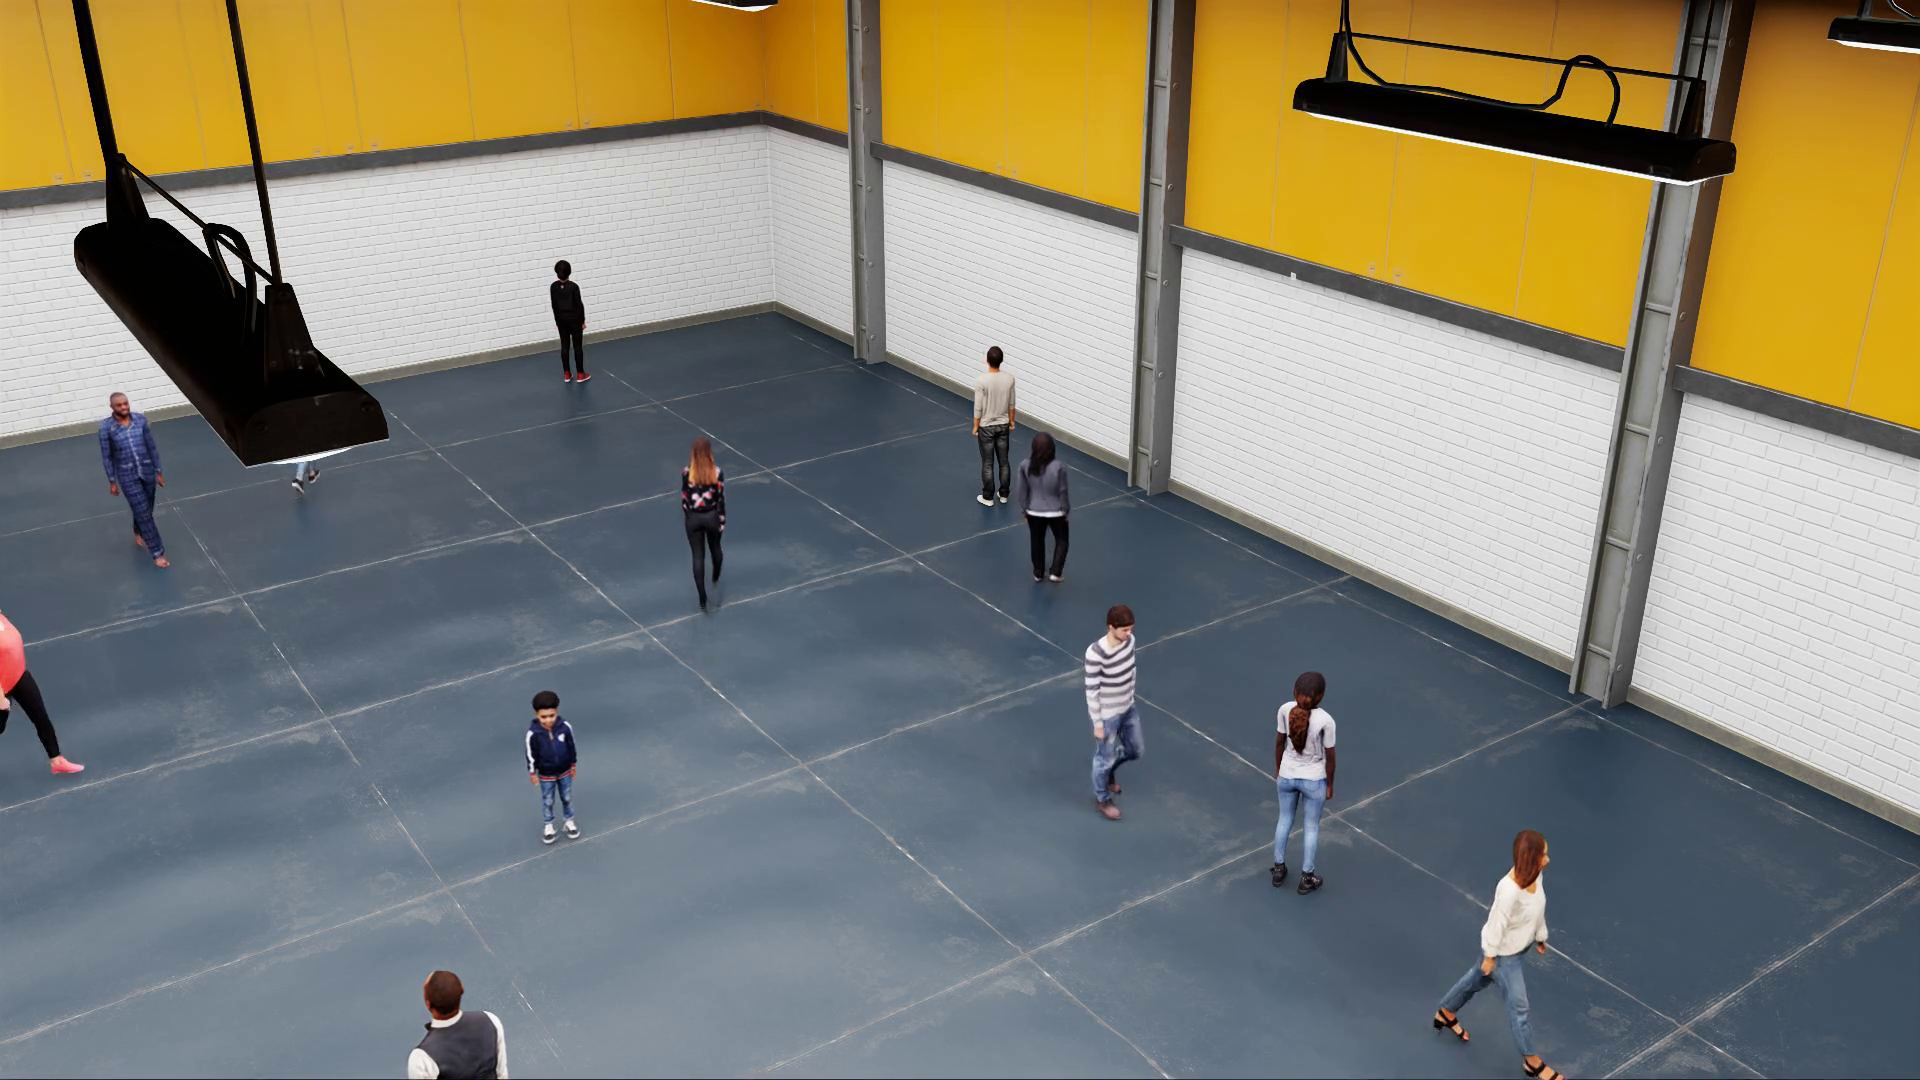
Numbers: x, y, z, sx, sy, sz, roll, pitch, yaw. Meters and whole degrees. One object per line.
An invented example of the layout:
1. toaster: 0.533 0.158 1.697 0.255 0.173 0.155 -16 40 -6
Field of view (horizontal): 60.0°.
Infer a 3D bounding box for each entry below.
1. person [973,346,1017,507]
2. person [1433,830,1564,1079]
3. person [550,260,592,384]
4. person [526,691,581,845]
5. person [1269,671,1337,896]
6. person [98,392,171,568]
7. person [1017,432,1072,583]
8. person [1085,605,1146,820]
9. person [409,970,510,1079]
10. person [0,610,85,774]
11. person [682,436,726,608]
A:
1. person: 0.386 -1.262 18.354 0.697 1.812 0.630 -9 25 -20
2. person: 3.224 2.451 10.080 1.142 1.637 0.856 16 28 33
3. person: -5.261 -2.952 22.393 0.680 1.674 0.739 4 24 9
4. person: -3.027 1.671 12.381 0.554 1.222 0.537 -9 25 -21
5. person: 2.413 1.689 11.718 0.586 1.719 0.719 14 27 30
6. person: -8.449 -0.656 17.000 1.188 1.786 0.834 20 31 38
7. person: 0.839 -0.291 16.407 0.803 1.592 0.888 7 25 17
8. person: 1.078 1.254 12.588 0.710 1.820 0.742 -20 31 -38
9. person: -2.510 2.995 8.482 0.671 1.919 0.741 19 30 37
10. person: -7.558 1.169 12.986 1.092 1.656 1.154 0 24 0
11. person: -2.482 -0.153 16.033 0.902 1.639 1.150 -3 24 -6
